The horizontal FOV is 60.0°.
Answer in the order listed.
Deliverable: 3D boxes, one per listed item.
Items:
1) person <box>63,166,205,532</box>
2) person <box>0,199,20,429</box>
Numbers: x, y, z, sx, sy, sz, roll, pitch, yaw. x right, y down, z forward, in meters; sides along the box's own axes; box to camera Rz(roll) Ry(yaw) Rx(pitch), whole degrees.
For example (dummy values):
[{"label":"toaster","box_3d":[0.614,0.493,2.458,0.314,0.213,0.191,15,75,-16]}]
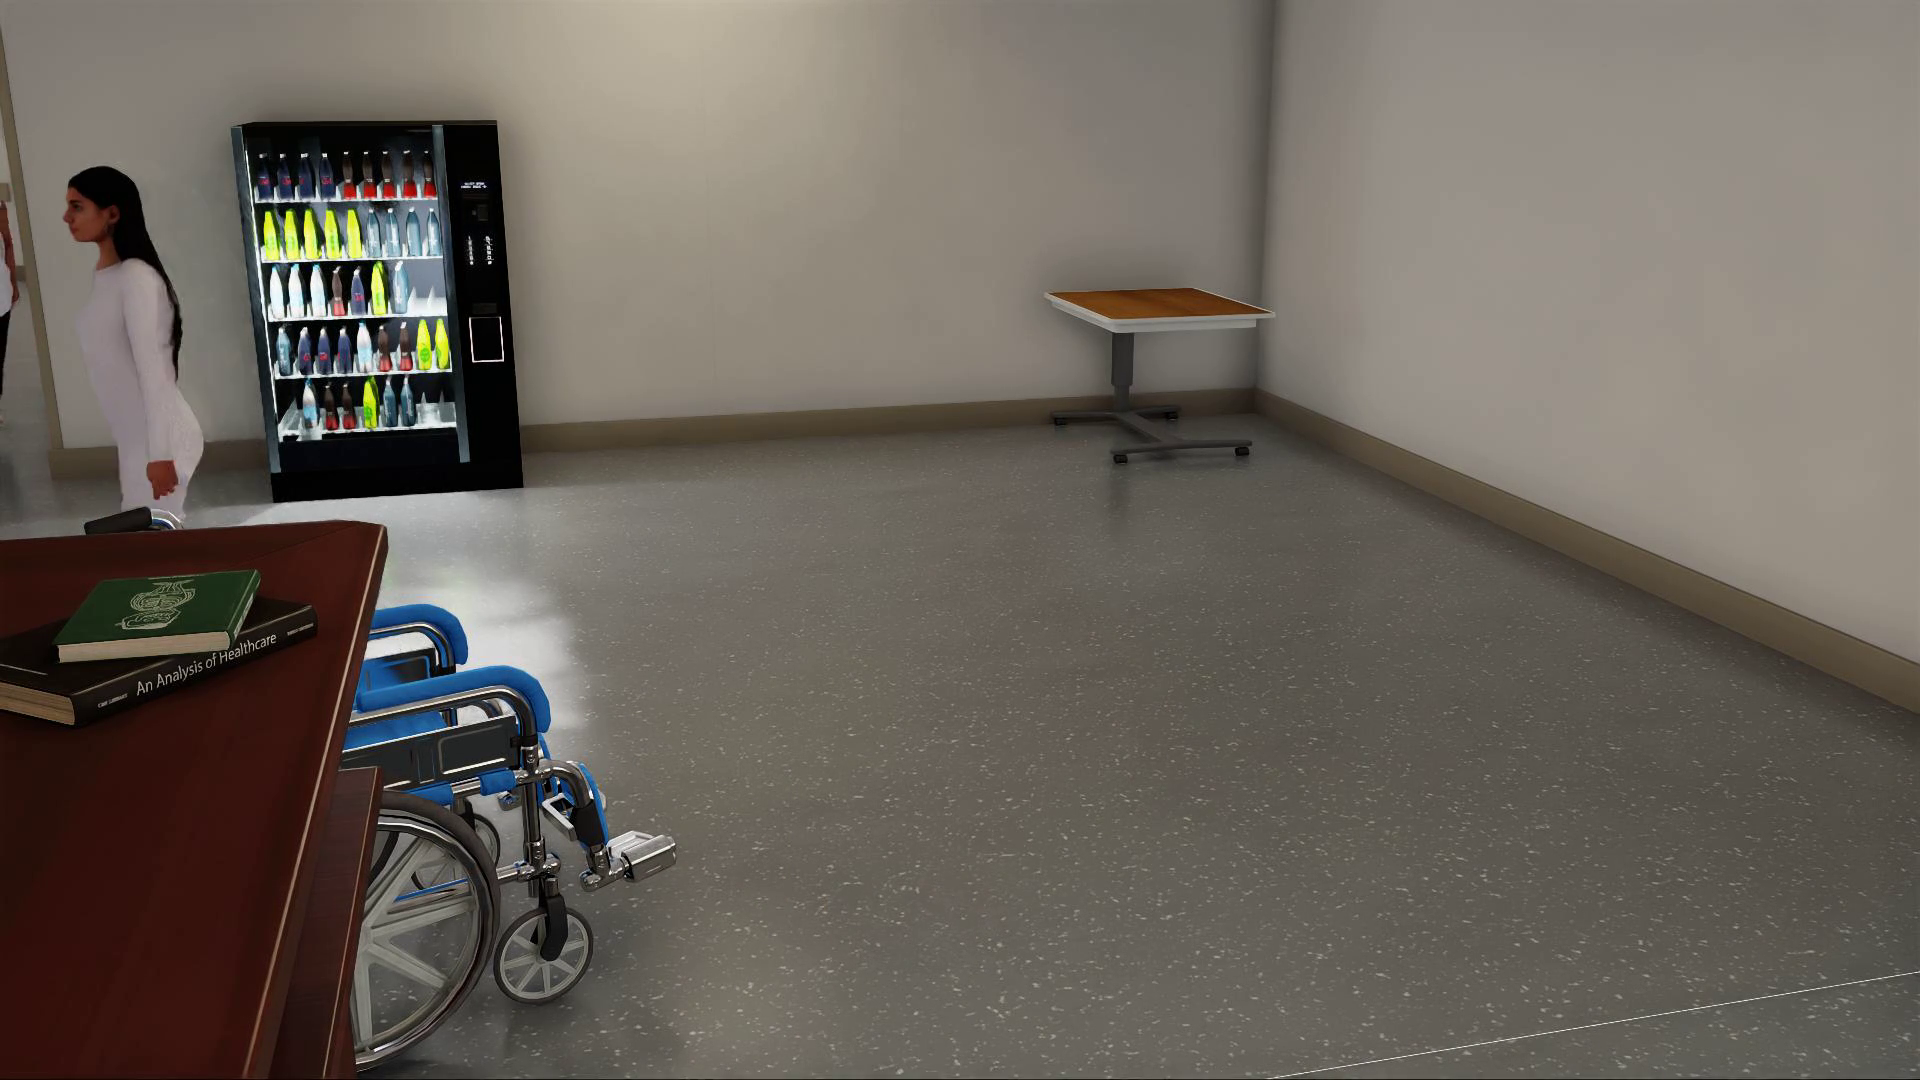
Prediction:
[{"label":"person","box_3d":[-2.514,-0.288,5.393,1.065,1.786,0.881,-14,21,-40]},{"label":"person","box_3d":[-5.826,-1.461,9.764,0.703,1.672,0.732,-5,17,-18]}]
